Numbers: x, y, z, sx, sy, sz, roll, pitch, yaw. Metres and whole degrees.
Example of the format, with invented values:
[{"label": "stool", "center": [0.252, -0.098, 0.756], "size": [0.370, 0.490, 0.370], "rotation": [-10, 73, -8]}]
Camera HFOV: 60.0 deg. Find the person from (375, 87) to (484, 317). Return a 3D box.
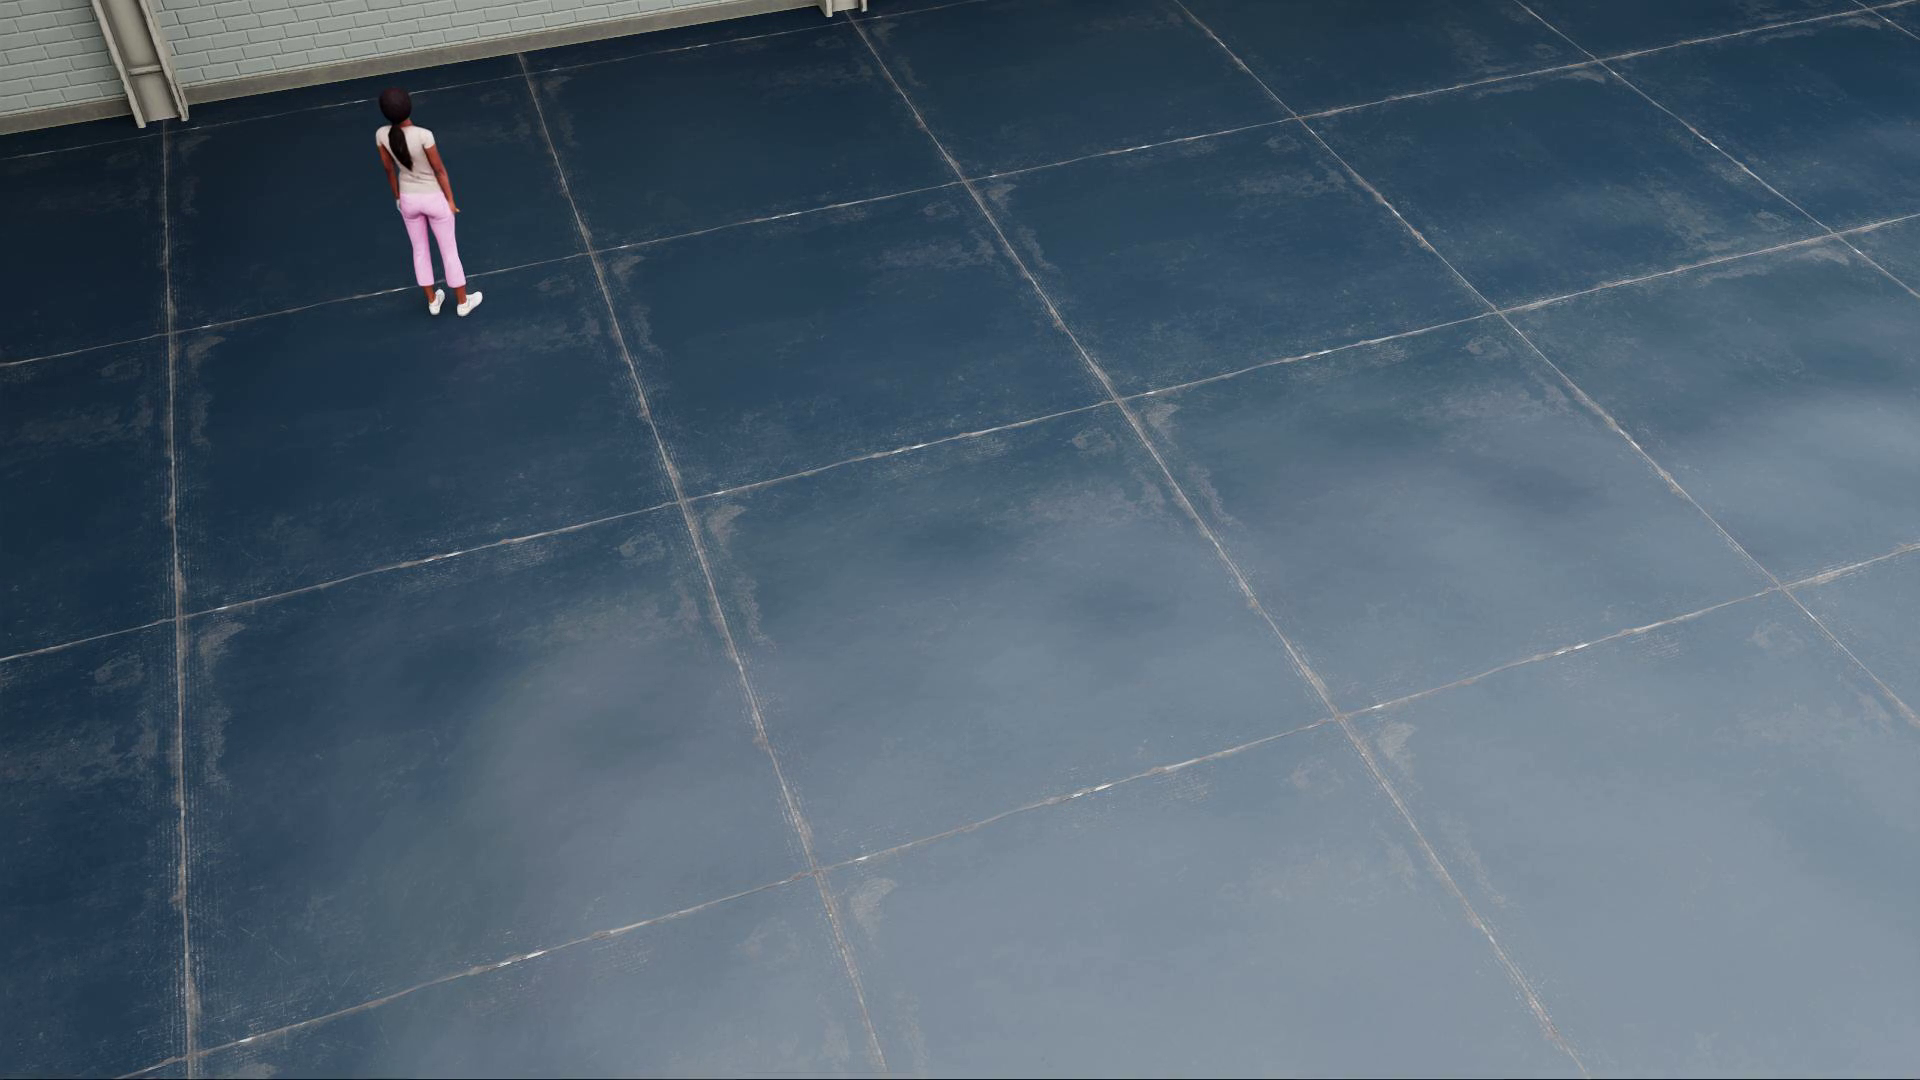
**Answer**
[{"label": "person", "center": [-3.683, -2.317, 11.421], "size": [0.595, 1.740, 0.714], "rotation": [5, 43, 5]}]
